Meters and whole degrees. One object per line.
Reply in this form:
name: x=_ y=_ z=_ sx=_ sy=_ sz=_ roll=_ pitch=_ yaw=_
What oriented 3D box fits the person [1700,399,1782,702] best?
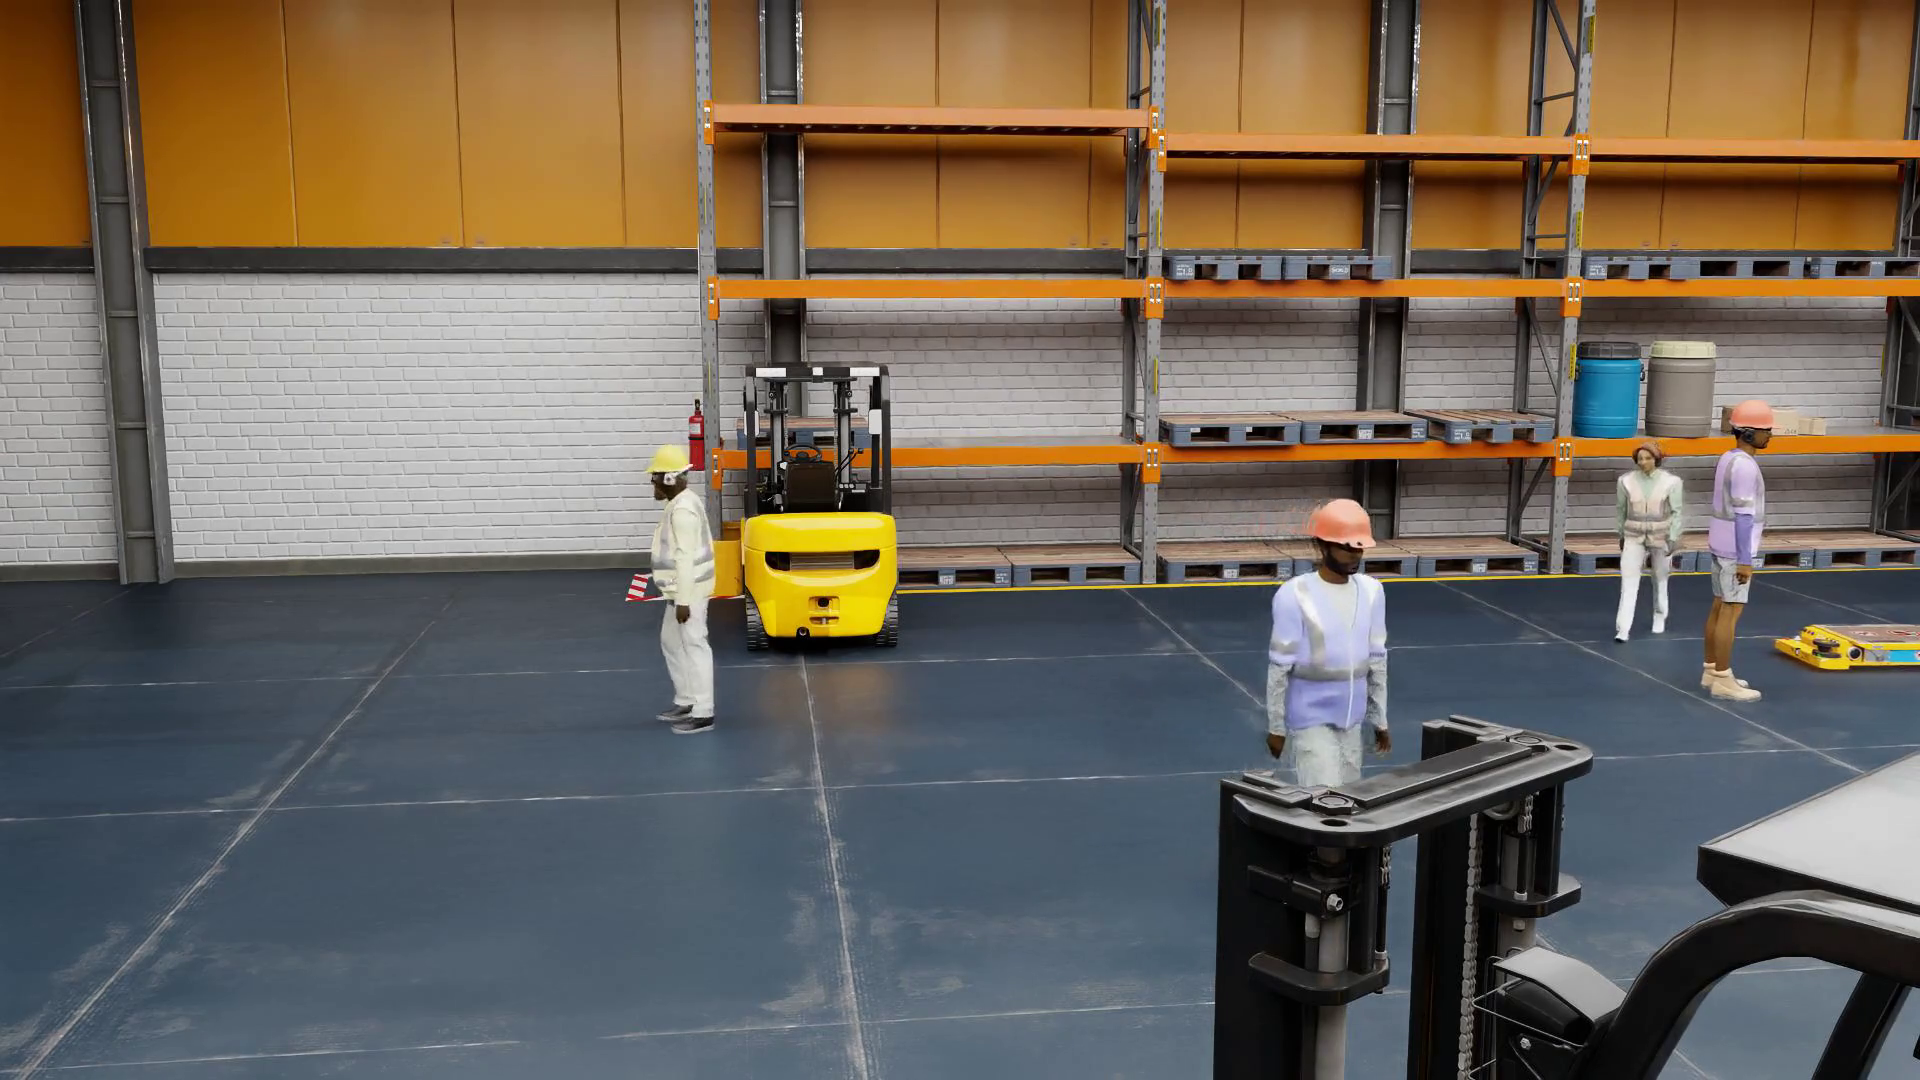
person: x=5.305 y=0.063 z=11.316 sx=0.394 sy=2.044 sz=0.609 roll=2 pitch=9 yaw=14

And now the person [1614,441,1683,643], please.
person: x=5.432 y=0.003 z=13.129 sx=0.509 sy=1.585 sz=0.915 roll=5 pitch=10 yaw=29

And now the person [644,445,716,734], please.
person: x=-1.764 y=0.309 z=10.513 sx=0.440 sy=1.815 sz=0.588 roll=-2 pitch=9 yaw=-12

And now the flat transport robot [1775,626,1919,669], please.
flat transport robot: x=6.917 y=0.785 z=12.329 sx=1.431 sy=0.197 sz=0.652 roll=0 pitch=9 yaw=-1

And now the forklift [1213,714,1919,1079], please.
forklift: x=1.441 y=1.425 z=2.350 sx=1.214 sy=2.155 sz=2.313 roll=-7 pitch=12 yaw=-39

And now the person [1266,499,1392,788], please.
person: x=1.625 y=0.772 z=7.267 sx=0.541 sy=1.922 sz=0.411 roll=-5 pitch=10 yaw=-28

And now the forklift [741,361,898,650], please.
forklift: x=-1.154 y=-0.340 z=13.365 sx=1.214 sy=2.155 sz=2.313 roll=-1 pitch=9 yaw=-7
